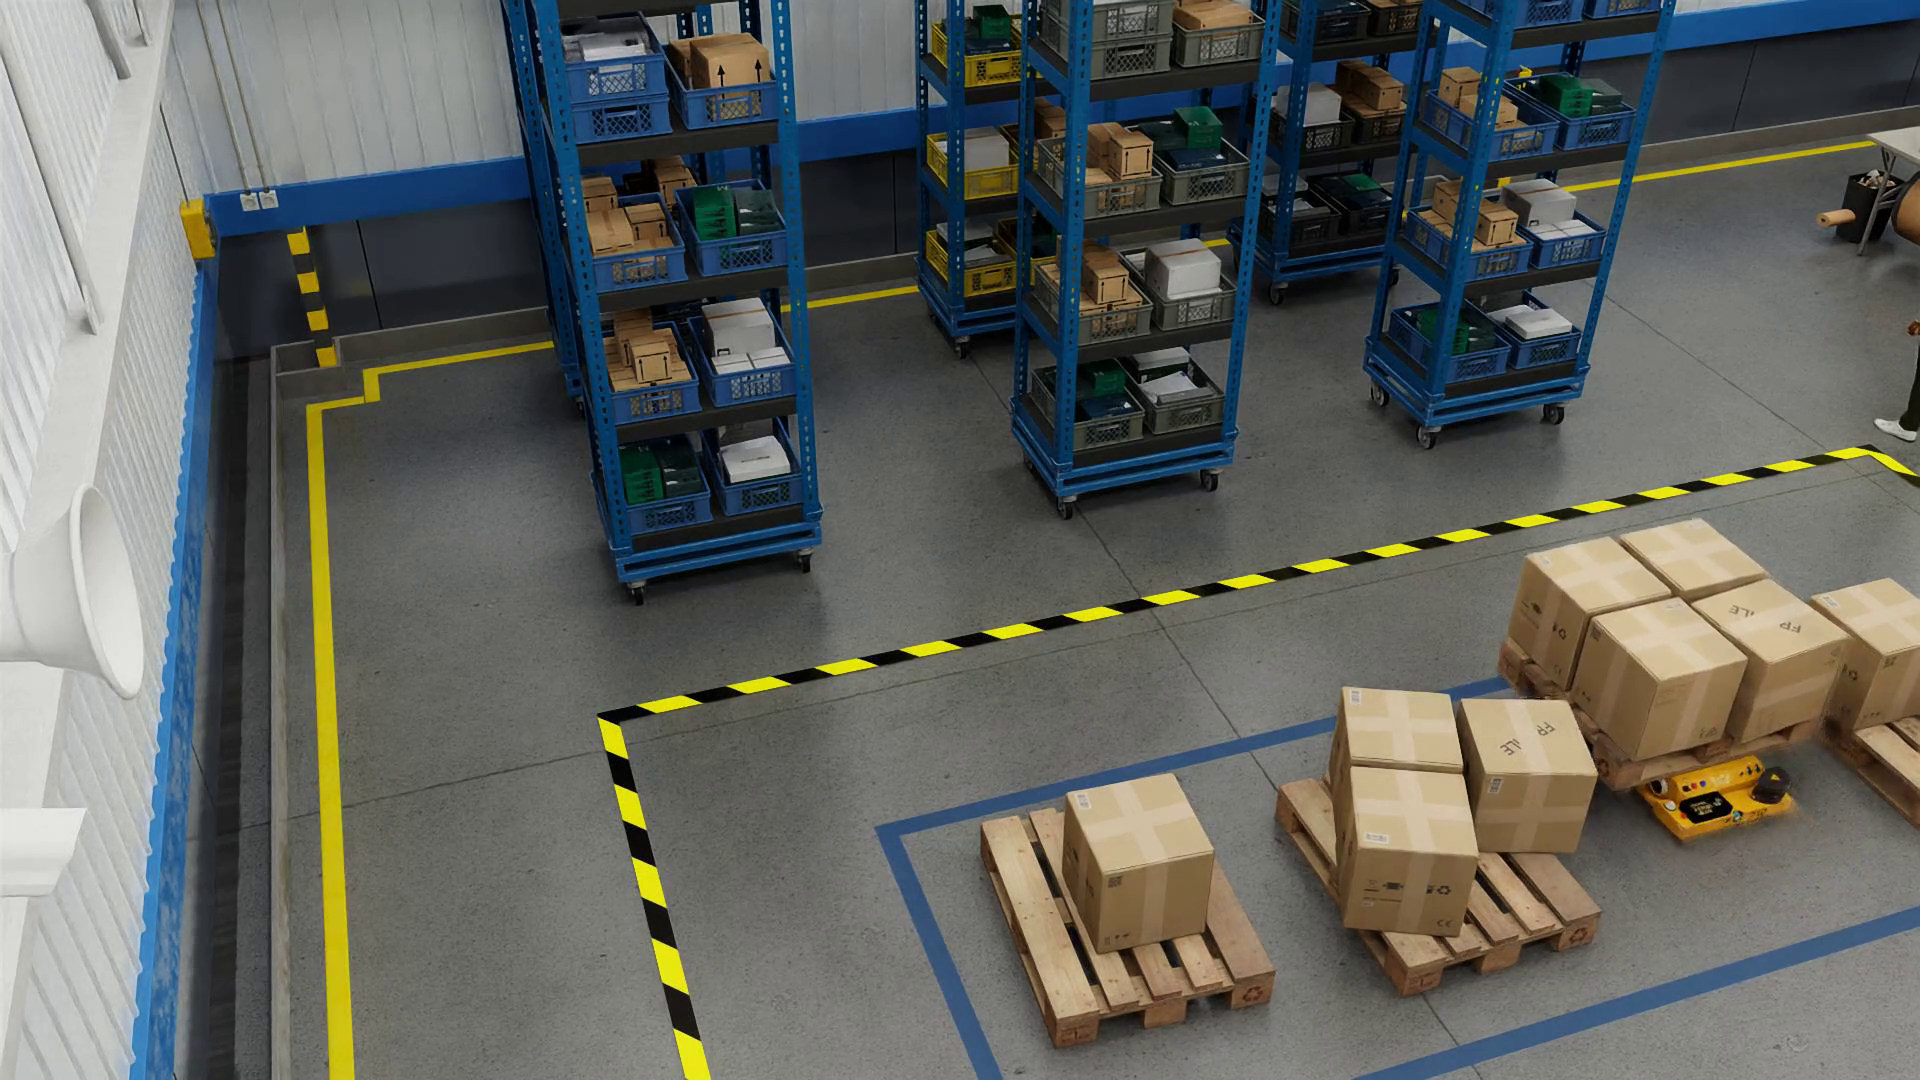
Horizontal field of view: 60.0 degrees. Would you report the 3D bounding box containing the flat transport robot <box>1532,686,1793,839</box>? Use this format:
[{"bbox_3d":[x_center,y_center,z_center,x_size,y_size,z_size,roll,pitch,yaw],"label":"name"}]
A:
[{"bbox_3d":[3.593,0.941,8.697,0.652,0.197,1.431,-11,37,-15],"label":"flat transport robot"}]

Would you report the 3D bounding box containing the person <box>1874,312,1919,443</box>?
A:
[{"bbox_3d":[6.449,-1.499,10.811,0.587,1.848,0.396,-11,37,-15],"label":"person"}]
